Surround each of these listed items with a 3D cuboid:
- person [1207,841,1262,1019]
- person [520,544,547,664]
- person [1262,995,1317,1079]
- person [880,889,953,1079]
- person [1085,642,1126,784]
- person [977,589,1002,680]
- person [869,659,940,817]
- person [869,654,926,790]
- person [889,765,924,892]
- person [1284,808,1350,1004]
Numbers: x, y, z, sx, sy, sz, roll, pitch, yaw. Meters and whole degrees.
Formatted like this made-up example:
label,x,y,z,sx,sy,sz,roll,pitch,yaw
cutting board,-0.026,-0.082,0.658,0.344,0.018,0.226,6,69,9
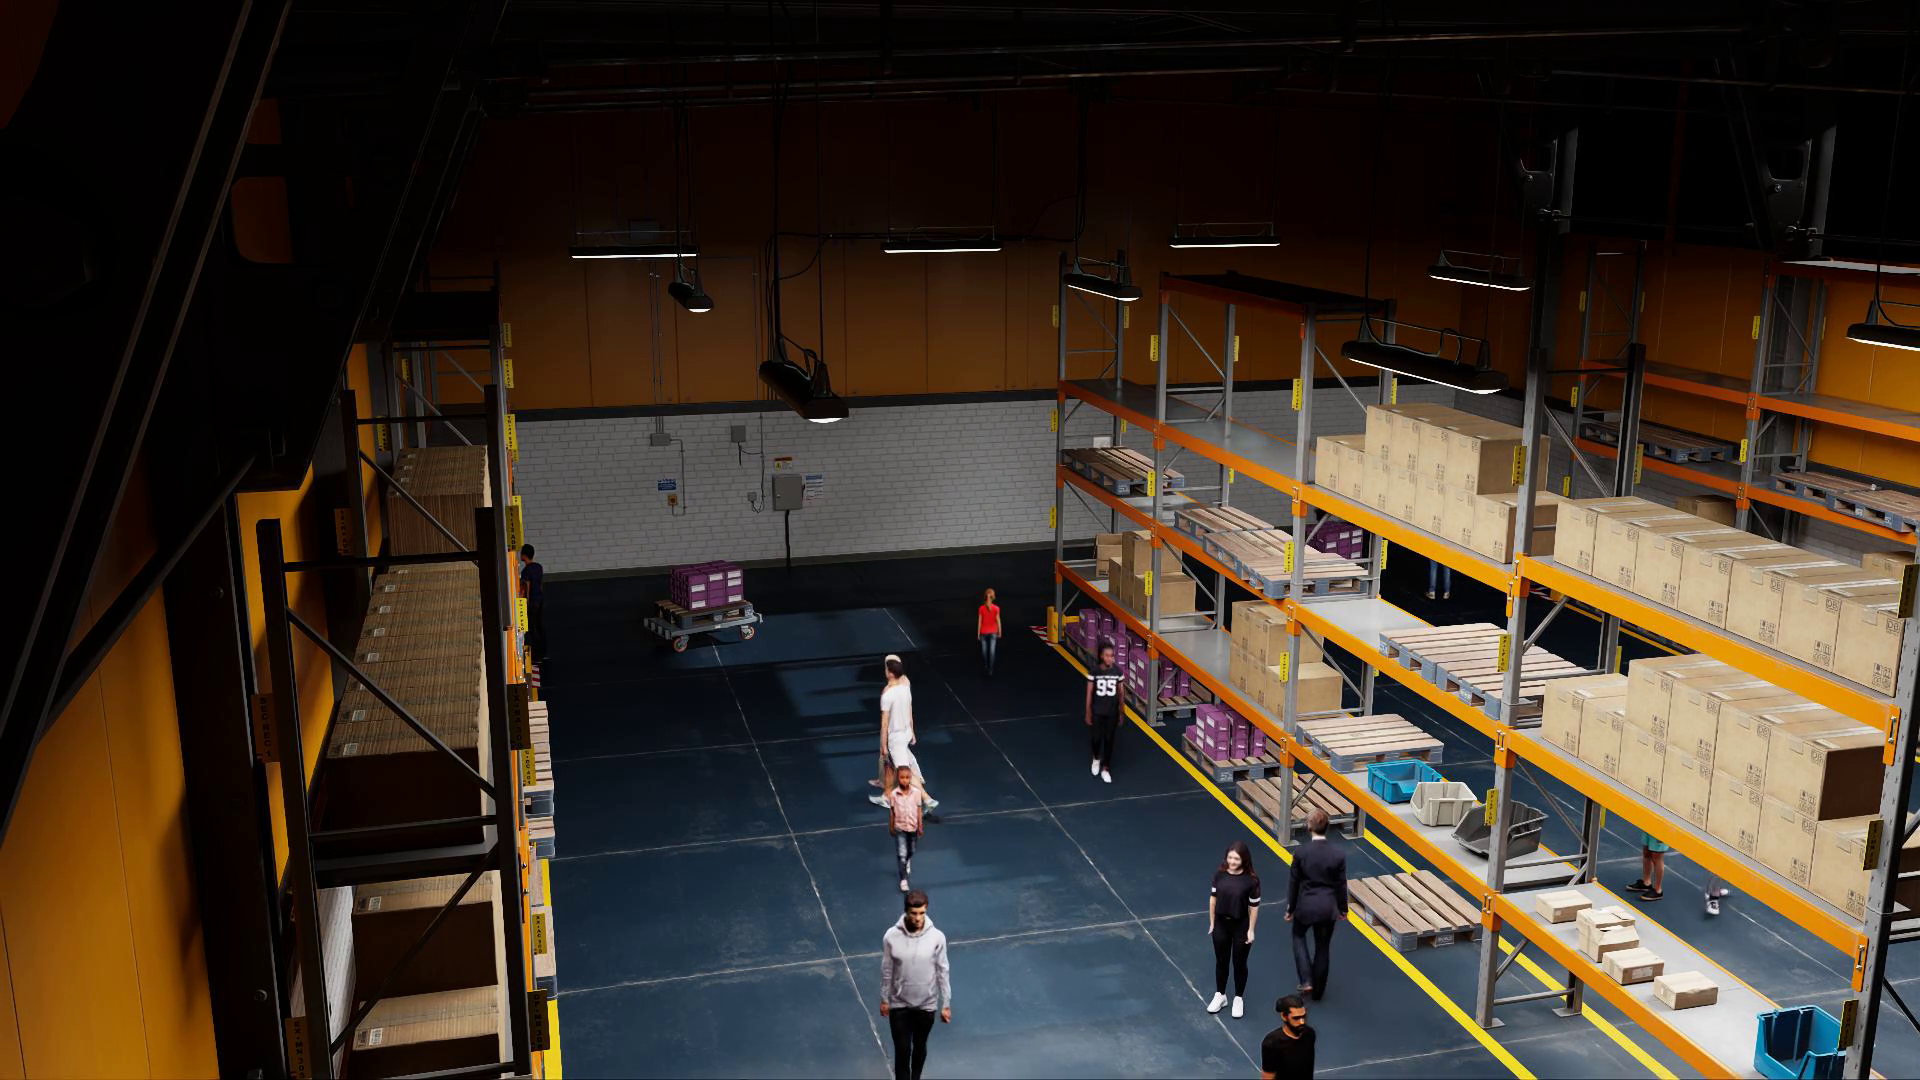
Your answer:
label,x,y,z,sx,sy,sz,roll,pitch,yaw
person,2.429,3.427,14.780,0.712,1.641,0.764,7,15,25
person,-6.349,0.932,24.764,0.764,1.790,0.635,3,14,13
person,2.348,4.062,11.910,0.702,1.758,0.671,-9,16,-33
person,-0.377,3.650,13.315,0.782,1.897,1.033,-2,14,-7
person,1.734,2.075,20.195,0.664,1.719,0.704,-2,14,-7
person,0.421,1.369,24.022,0.663,1.291,0.945,0,14,0
person,-0.632,2.300,19.058,1.282,1.817,1.218,8,16,30
person,-0.700,2.187,19.767,1.066,1.703,0.946,10,17,36
person,-0.561,2.967,17.418,0.547,1.293,0.898,-2,14,-9
person,3.188,3.312,14.913,0.825,1.801,0.786,2,14,7
